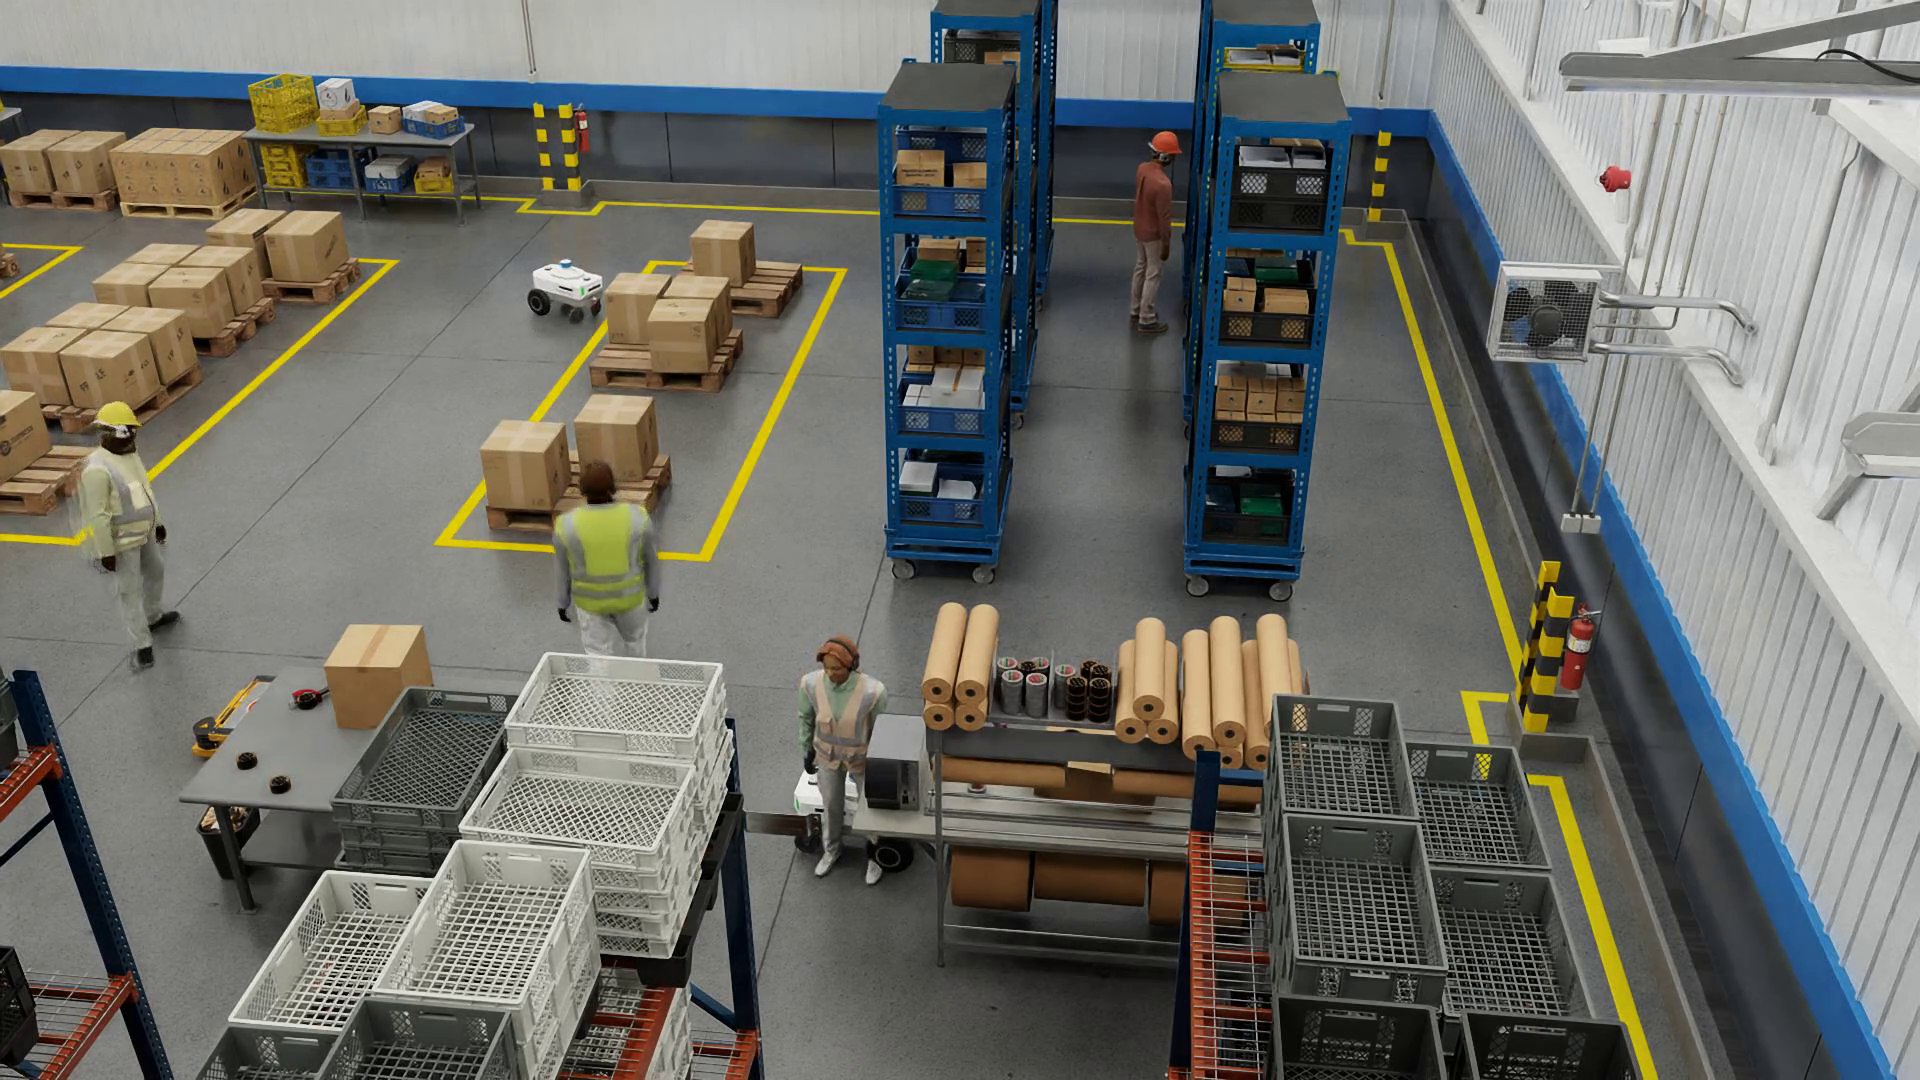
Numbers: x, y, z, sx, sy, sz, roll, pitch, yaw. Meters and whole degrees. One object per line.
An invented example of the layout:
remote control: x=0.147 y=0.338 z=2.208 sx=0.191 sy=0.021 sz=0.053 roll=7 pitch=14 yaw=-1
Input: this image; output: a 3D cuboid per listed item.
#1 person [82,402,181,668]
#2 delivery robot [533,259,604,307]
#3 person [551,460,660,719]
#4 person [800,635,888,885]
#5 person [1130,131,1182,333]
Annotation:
person: x=-5.599 y=-0.023 z=11.206 sx=0.406 sy=1.782 sz=0.691 roll=0 pitch=30 yaw=-1
delivery robot: x=-3.931 y=-2.573 z=16.695 sx=0.707 sy=0.478 sz=0.477 roll=17 pitch=34 yaw=27
person: x=-2.240 y=0.320 z=10.580 sx=0.653 sy=1.822 sz=0.615 roll=-7 pitch=31 yaw=-11
person: x=-0.624 y=1.212 z=9.221 sx=0.522 sy=1.632 sz=0.317 roll=8 pitch=31 yaw=13
person: x=1.884 y=-2.967 z=16.063 sx=0.411 sy=1.980 sz=0.626 roll=-10 pitch=32 yaw=-17
